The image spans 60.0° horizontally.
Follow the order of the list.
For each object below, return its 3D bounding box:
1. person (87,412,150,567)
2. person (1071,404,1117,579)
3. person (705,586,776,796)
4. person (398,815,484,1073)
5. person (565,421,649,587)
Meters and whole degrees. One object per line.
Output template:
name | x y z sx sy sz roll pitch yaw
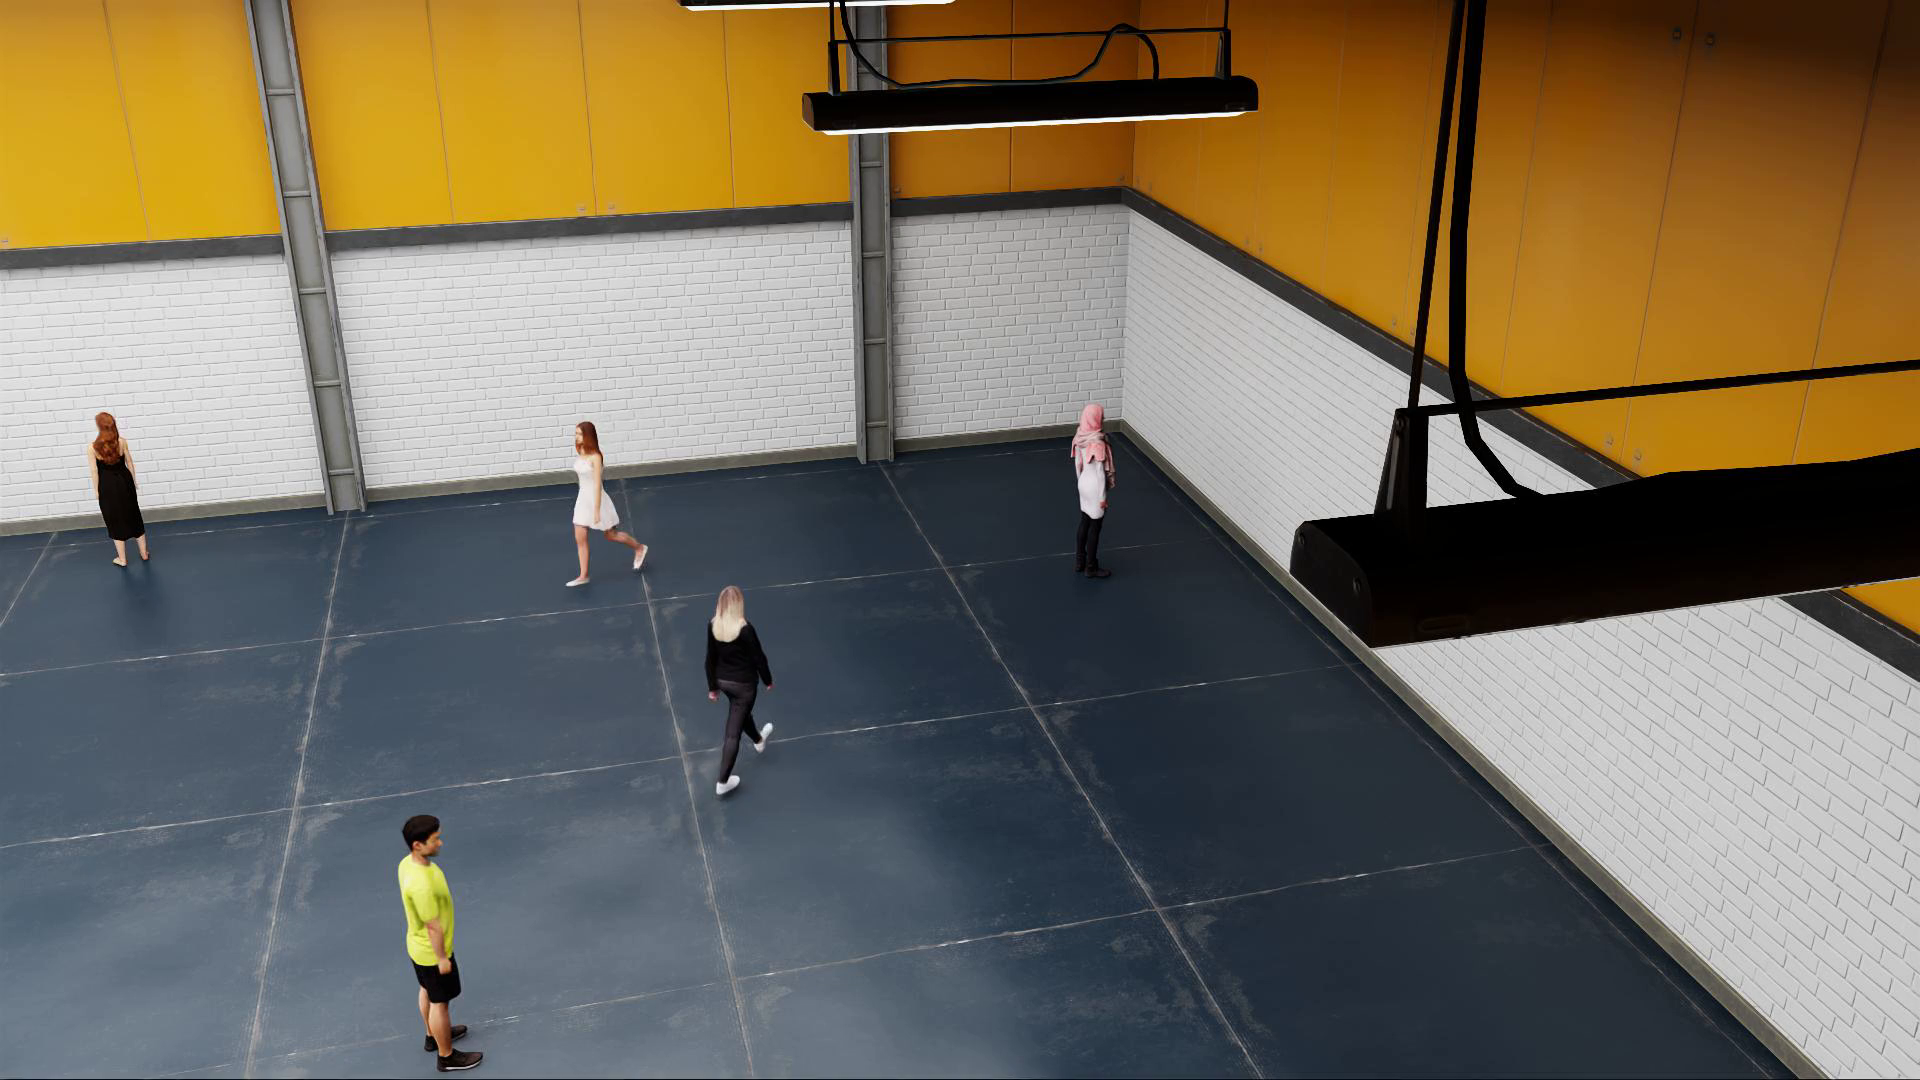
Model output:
person | -8.544 -0.524 16.841 0.647 1.625 0.728 -20 31 -39
person | 1.318 -0.498 16.559 0.643 1.804 0.672 -10 26 -22
person | -1.775 1.199 12.879 1.108 1.641 1.158 12 27 26
person | -3.194 2.416 10.014 0.619 1.706 0.669 -13 27 -27
person | -3.521 -0.376 16.433 1.191 1.680 0.903 -19 30 -37
